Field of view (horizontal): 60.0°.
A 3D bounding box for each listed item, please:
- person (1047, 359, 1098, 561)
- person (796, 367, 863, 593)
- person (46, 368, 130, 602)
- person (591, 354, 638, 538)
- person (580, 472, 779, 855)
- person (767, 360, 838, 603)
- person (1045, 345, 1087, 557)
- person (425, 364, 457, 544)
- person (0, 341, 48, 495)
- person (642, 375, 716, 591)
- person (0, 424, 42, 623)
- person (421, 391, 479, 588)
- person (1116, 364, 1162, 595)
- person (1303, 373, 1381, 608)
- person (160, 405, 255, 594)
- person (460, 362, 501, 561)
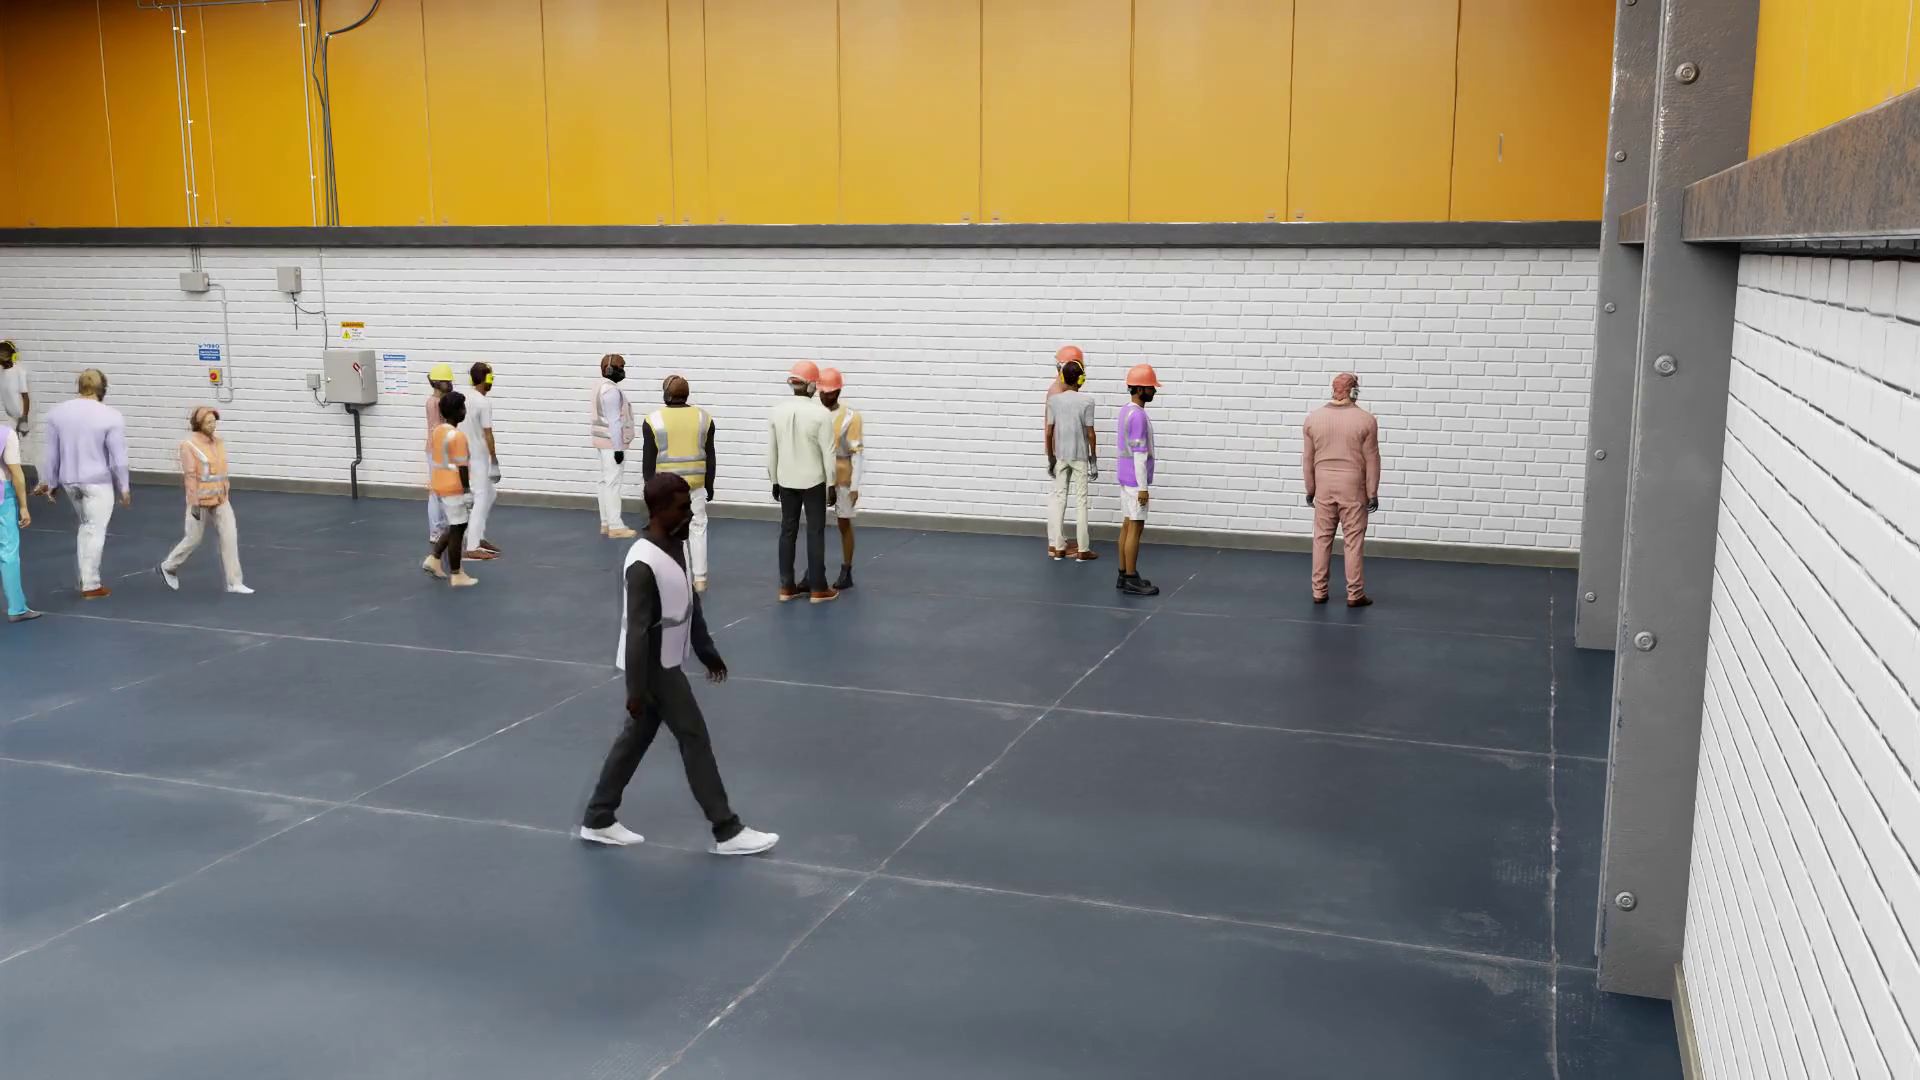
[{"bbox_3d":[1.047,-0.732,15.436,0.517,1.869,0.328,5,11,27],"label":"person"},{"bbox_3d":[-1.115,-0.484,13.904,0.567,1.905,0.821,3,11,18],"label":"person"},{"bbox_3d":[-7.180,-0.463,13.775,0.652,1.911,0.592,1,10,8],"label":"person"},{"bbox_3d":[-3.481,-0.946,16.718,0.430,1.841,0.624,-4,11,-23],"label":"person"},{"bbox_3d":[-1.404,0.594,7.971,0.997,1.868,0.609,0,10,1],"label":"person"},{"bbox_3d":[-1.277,-0.483,13.672,0.622,1.990,0.402,5,11,24],"label":"person"},{"bbox_3d":[0.996,-0.842,15.705,0.401,1.991,0.627,1,10,8],"label":"person"},{"bbox_3d":[-5.083,-0.848,16.376,0.331,1.765,0.533,-1,10,-4],"label":"person"},{"bbox_3d":[-10.931,-1.395,19.274,0.530,1.824,0.766,4,11,21],"label":"person"},{"bbox_3d":[-2.363,-0.464,13.985,0.633,1.846,0.429,-5,11,-25],"label":"person"},{"bbox_3d":[-7.486,-0.262,12.842,0.567,1.845,0.386,0,10,2],"label":"person"},{"bbox_3d":[-4.339,-0.419,14.173,0.392,1.689,0.545,-7,12,-33],"label":"person"},{"bbox_3d":[1.504,-0.509,13.973,0.357,1.936,0.551,-1,10,-6],"label":"person"},{"bbox_3d":[3.104,-0.405,13.500,0.639,1.902,0.406,6,12,32],"label":"person"},{"bbox_3d":[-6.372,-0.334,13.941,0.771,1.607,0.513,4,11,19],"label":"person"},{"bbox_3d":[-4.506,-0.739,15.542,0.458,1.840,0.589,-8,13,-38],"label":"person"}]
